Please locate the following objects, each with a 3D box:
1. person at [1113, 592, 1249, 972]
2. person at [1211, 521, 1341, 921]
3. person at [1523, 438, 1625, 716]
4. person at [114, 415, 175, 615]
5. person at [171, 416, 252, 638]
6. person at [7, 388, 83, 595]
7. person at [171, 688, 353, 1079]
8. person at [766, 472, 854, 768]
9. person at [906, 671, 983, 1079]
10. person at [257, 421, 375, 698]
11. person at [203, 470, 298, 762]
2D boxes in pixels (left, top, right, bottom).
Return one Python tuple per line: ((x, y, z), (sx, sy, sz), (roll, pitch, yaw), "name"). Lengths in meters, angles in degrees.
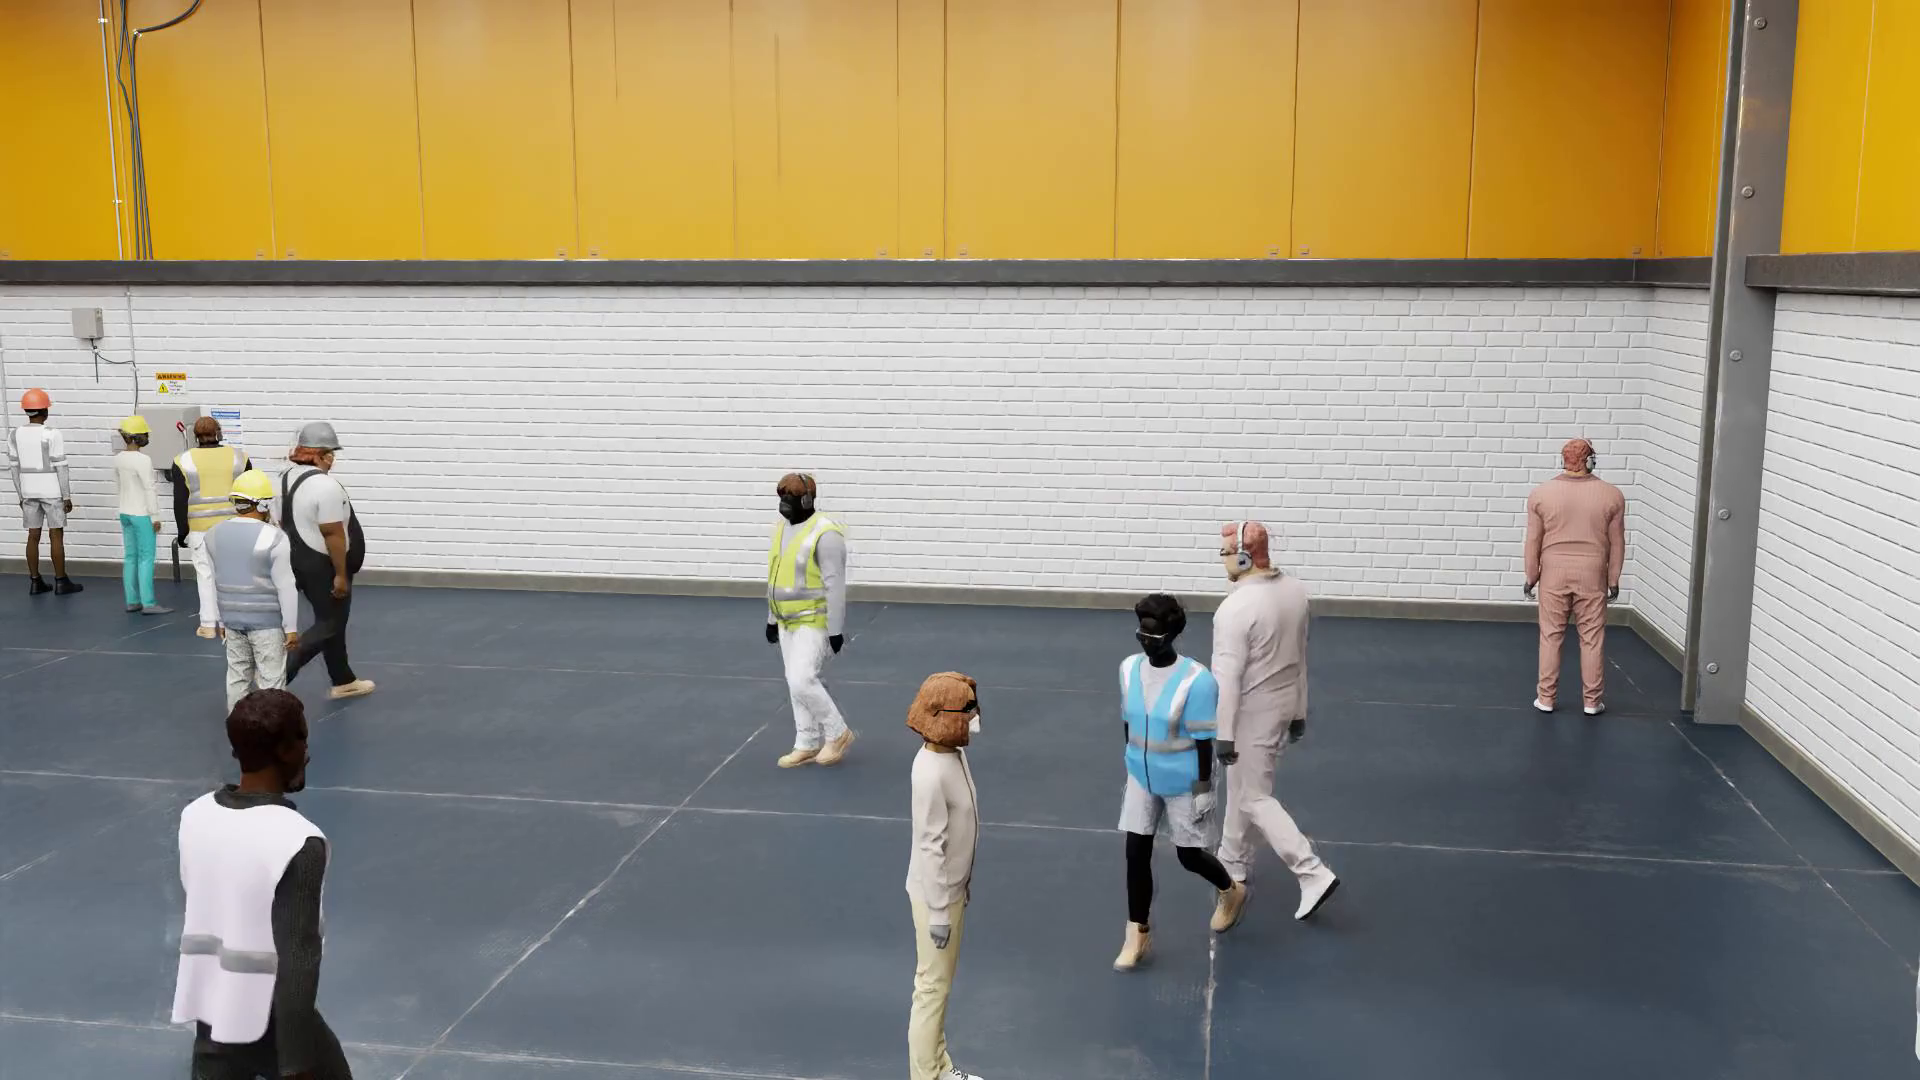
((0.960, 1.024, 7.309), (0.539, 1.669, 0.697), (8, 12, 41), "person")
((1.459, 0.836, 7.912), (0.877, 1.868, 0.657), (8, 12, 42), "person")
((4.187, 0.253, 11.366), (0.640, 1.904, 0.401), (3, 10, 20), "person")
((-7.237, -0.219, 14.698), (0.531, 1.769, 0.325), (6, 11, 34), "person")
((-6.174, -0.106, 13.783), (0.624, 1.838, 0.430), (-6, 11, -35), "person")
((-8.562, -0.445, 15.548), (0.546, 1.942, 0.352), (1, 9, 6), "person")
((-1.997, 1.343, 4.780), (0.614, 1.862, 1.026), (6, 11, 31), "person")
((-0.942, 0.495, 10.086), (0.431, 1.832, 0.632), (-7, 11, -36), "person")
((-0.049, 1.266, 5.941), (0.279, 1.633, 0.501), (1, 9, 7), "person")
((-4.502, 0.159, 11.514), (0.680, 2.000, 0.835), (9, 13, 43), "person")
((-4.317, 0.479, 10.226), (0.586, 1.824, 0.404), (2, 9, 14), "person")
